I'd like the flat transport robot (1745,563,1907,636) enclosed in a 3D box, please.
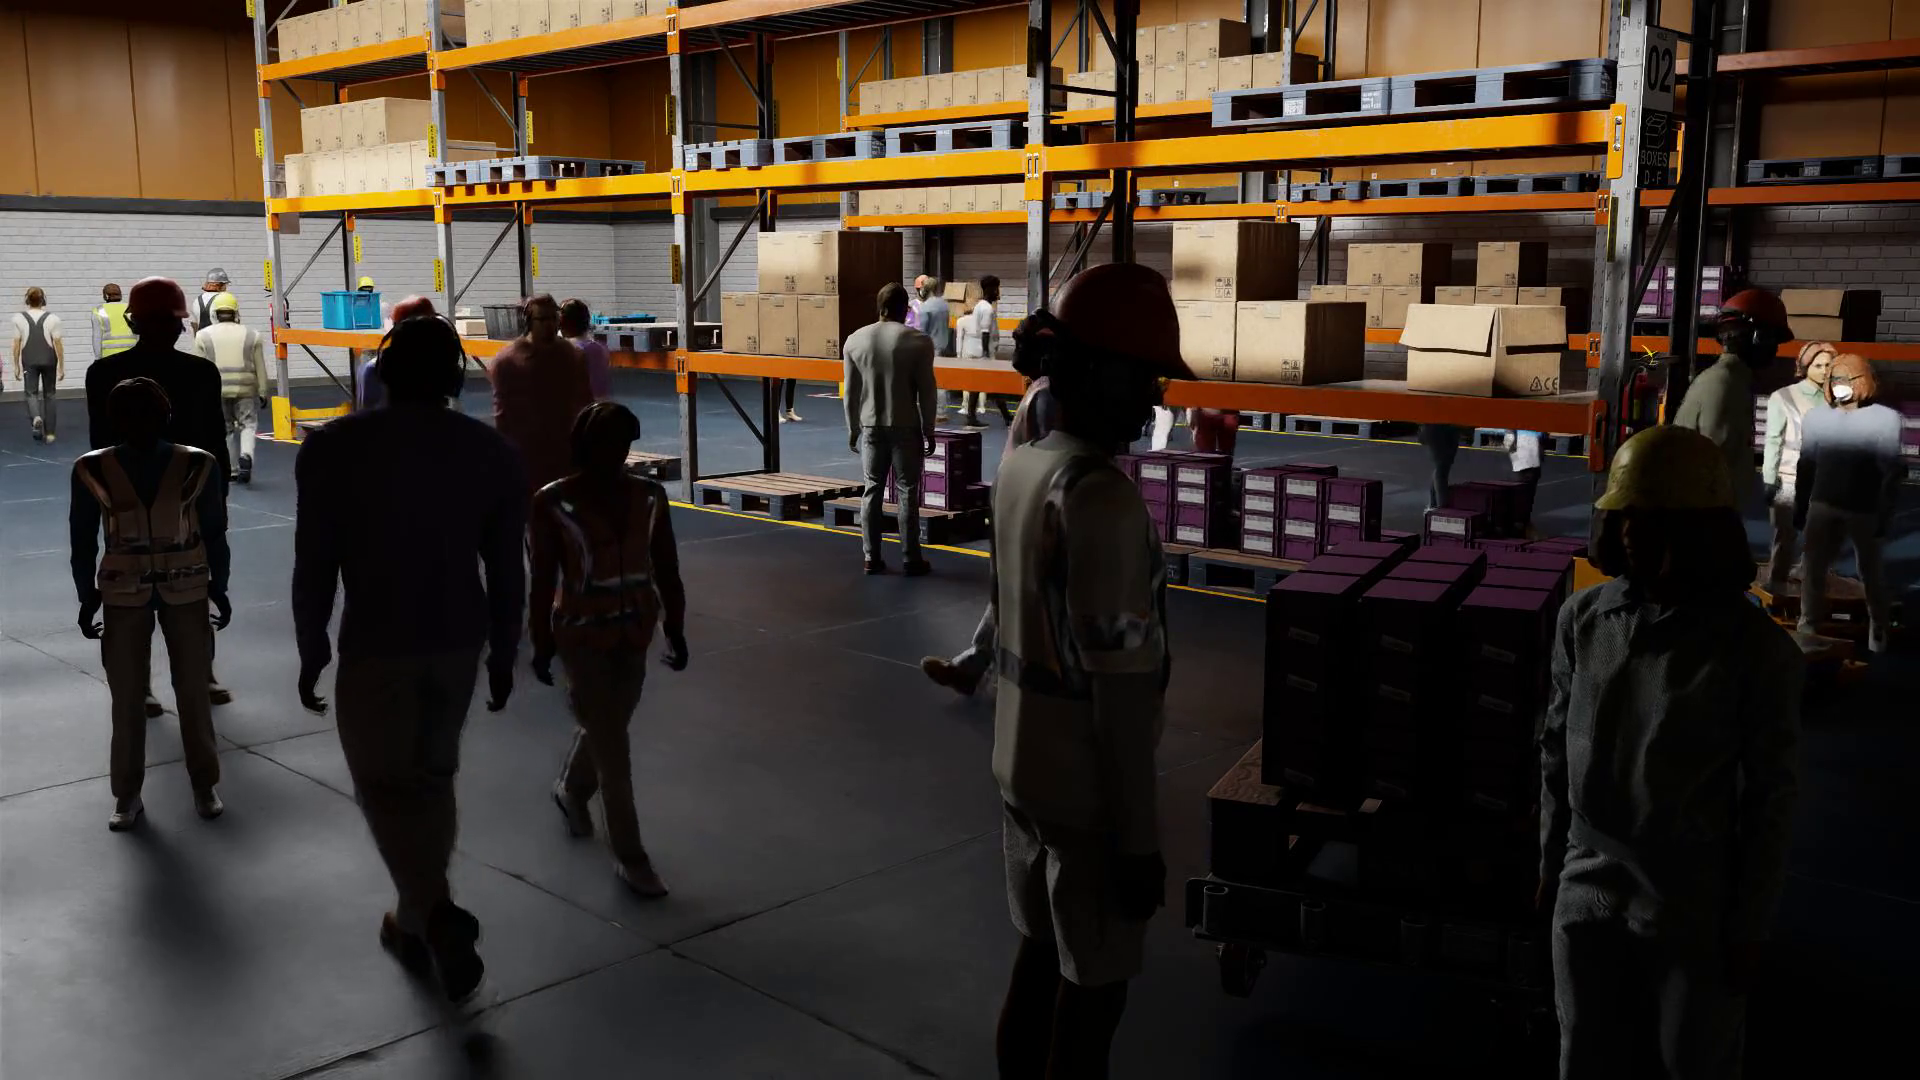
[{"bbox_3d":[4.872,0.318,9.676,0.652,0.197,1.431,1,9,8],"label":"flat transport robot"}]

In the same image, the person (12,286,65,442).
[{"bbox_3d":[-10.671,-2.025,19.282,0.527,1.826,0.585,-5,10,-27],"label":"person"}]

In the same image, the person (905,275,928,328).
[{"bbox_3d":[-0.504,-2.664,22.862,0.542,1.938,0.358,-8,12,-39],"label":"person"}]

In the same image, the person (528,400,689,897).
[{"bbox_3d":[-1.213,0.318,5.629,0.524,1.598,0.855,-8,12,-42],"label":"person"}]

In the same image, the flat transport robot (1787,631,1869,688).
[{"bbox_3d":[3.676,0.594,7.980,1.431,0.197,0.652,-6,11,-35],"label":"flat transport robot"}]

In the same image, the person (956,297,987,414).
[{"bbox_3d":[0.176,-2.573,23.272,0.491,1.626,0.282,-4,10,-26],"label":"person"}]

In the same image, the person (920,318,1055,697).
[{"bbox_3d":[0.293,-0.139,7.794,0.941,1.795,0.659,1,9,8],"label":"person"}]

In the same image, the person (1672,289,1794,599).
[{"bbox_3d":[3.028,-0.033,6.754,0.534,1.940,0.696,6,11,32],"label":"person"}]

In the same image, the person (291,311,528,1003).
[{"bbox_3d":[-1.485,0.326,4.626,0.646,1.911,0.790,-6,11,-32],"label":"person"}]

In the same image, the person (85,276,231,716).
[{"bbox_3d":[-3.641,-0.202,7.623,0.404,1.991,0.612,9,13,43],"label":"person"}]

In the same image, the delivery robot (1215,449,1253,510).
[{"bbox_3d":[2.052,-0.494,13.495,0.477,0.478,0.707,-7,12,-36],"label":"delivery robot"}]

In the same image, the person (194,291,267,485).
[{"bbox_3d":[-6.755,-1.393,15.430,0.609,1.816,0.605,-4,10,-23],"label":"person"}]

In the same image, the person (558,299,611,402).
[{"bbox_3d":[-2.642,-0.698,11.163,0.655,1.814,0.592,5,11,30],"label":"person"}]

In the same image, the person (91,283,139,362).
[{"bbox_3d":[-10.723,-2.341,21.183,0.429,1.842,0.626,9,13,43],"label":"person"}]

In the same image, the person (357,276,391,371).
[{"bbox_3d":[-8.103,-2.653,22.854,0.585,1.918,0.381,-6,11,-35],"label":"person"}]

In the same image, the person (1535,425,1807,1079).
[{"bbox_3d":[1.282,0.654,3.109,0.313,1.744,0.487,-7,11,-36],"label":"person"}]

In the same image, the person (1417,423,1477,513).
[{"bbox_3d":[3.818,-0.866,13.004,0.509,1.544,0.953,-1,9,-9],"label":"person"}]

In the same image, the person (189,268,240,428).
[{"bbox_3d":[-9.432,-2.456,21.268,0.682,2.000,0.536,4,10,21],"label":"person"}]

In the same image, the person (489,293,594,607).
[{"bbox_3d":[-2.557,-0.560,10.144,0.655,1.889,0.693,-8,12,-39],"label":"person"}]

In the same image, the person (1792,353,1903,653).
[{"bbox_3d":[4.611,-0.174,8.610,0.732,1.603,0.518,-8,12,-41],"label":"person"}]

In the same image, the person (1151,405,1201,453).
[{"bbox_3d":[2.068,-1.367,15.159,0.674,1.855,0.988,-5,10,-26],"label":"person"}]

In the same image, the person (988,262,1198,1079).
[{"bbox_3d":[0.265,0.481,3.288,0.391,2.034,0.605,-3,10,-17],"label":"person"}]

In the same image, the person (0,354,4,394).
[{"bbox_3d":[-10.562,-1.753,17.663,1.077,1.825,0.648,9,13,42],"label":"person"}]

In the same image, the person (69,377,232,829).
[{"bbox_3d":[-2.937,0.223,6.069,0.522,1.639,0.309,-4,10,-24],"label":"person"}]

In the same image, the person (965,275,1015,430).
[{"bbox_3d":[0.417,-2.342,20.880,0.731,1.944,0.645,-2,9,-12],"label":"person"}]

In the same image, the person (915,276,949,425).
[{"bbox_3d":[-0.481,-2.460,21.670,0.810,1.913,0.653,4,10,25],"label":"person"}]

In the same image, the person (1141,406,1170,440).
[{"bbox_3d":[2.287,-2.046,19.743,0.536,1.718,0.899,-6,11,-32],"label":"person"}]

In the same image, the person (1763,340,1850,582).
[{"bbox_3d":[4.841,-0.333,9.536,0.535,1.626,0.413,0,9,1],"label":"person"}]

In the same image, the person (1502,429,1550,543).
[{"bbox_3d":[4.112,-0.795,12.165,0.590,1.677,0.440,-9,13,-44],"label":"person"}]

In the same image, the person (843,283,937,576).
[{"bbox_3d":[-0.454,-0.725,10.983,0.635,1.932,0.354,3,10,15],"label":"person"}]

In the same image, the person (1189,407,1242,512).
[{"bbox_3d":[2.033,-1.046,13.501,0.530,1.755,0.560,-7,11,-35],"label":"person"}]

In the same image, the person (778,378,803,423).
[{"bbox_3d":[-2.275,-2.385,21.884,0.321,1.696,0.537,8,12,39],"label":"person"}]

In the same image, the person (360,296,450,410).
[{"bbox_3d":[-3.141,-0.446,9.475,0.586,1.872,1.059,-9,13,-44],"label":"person"}]
